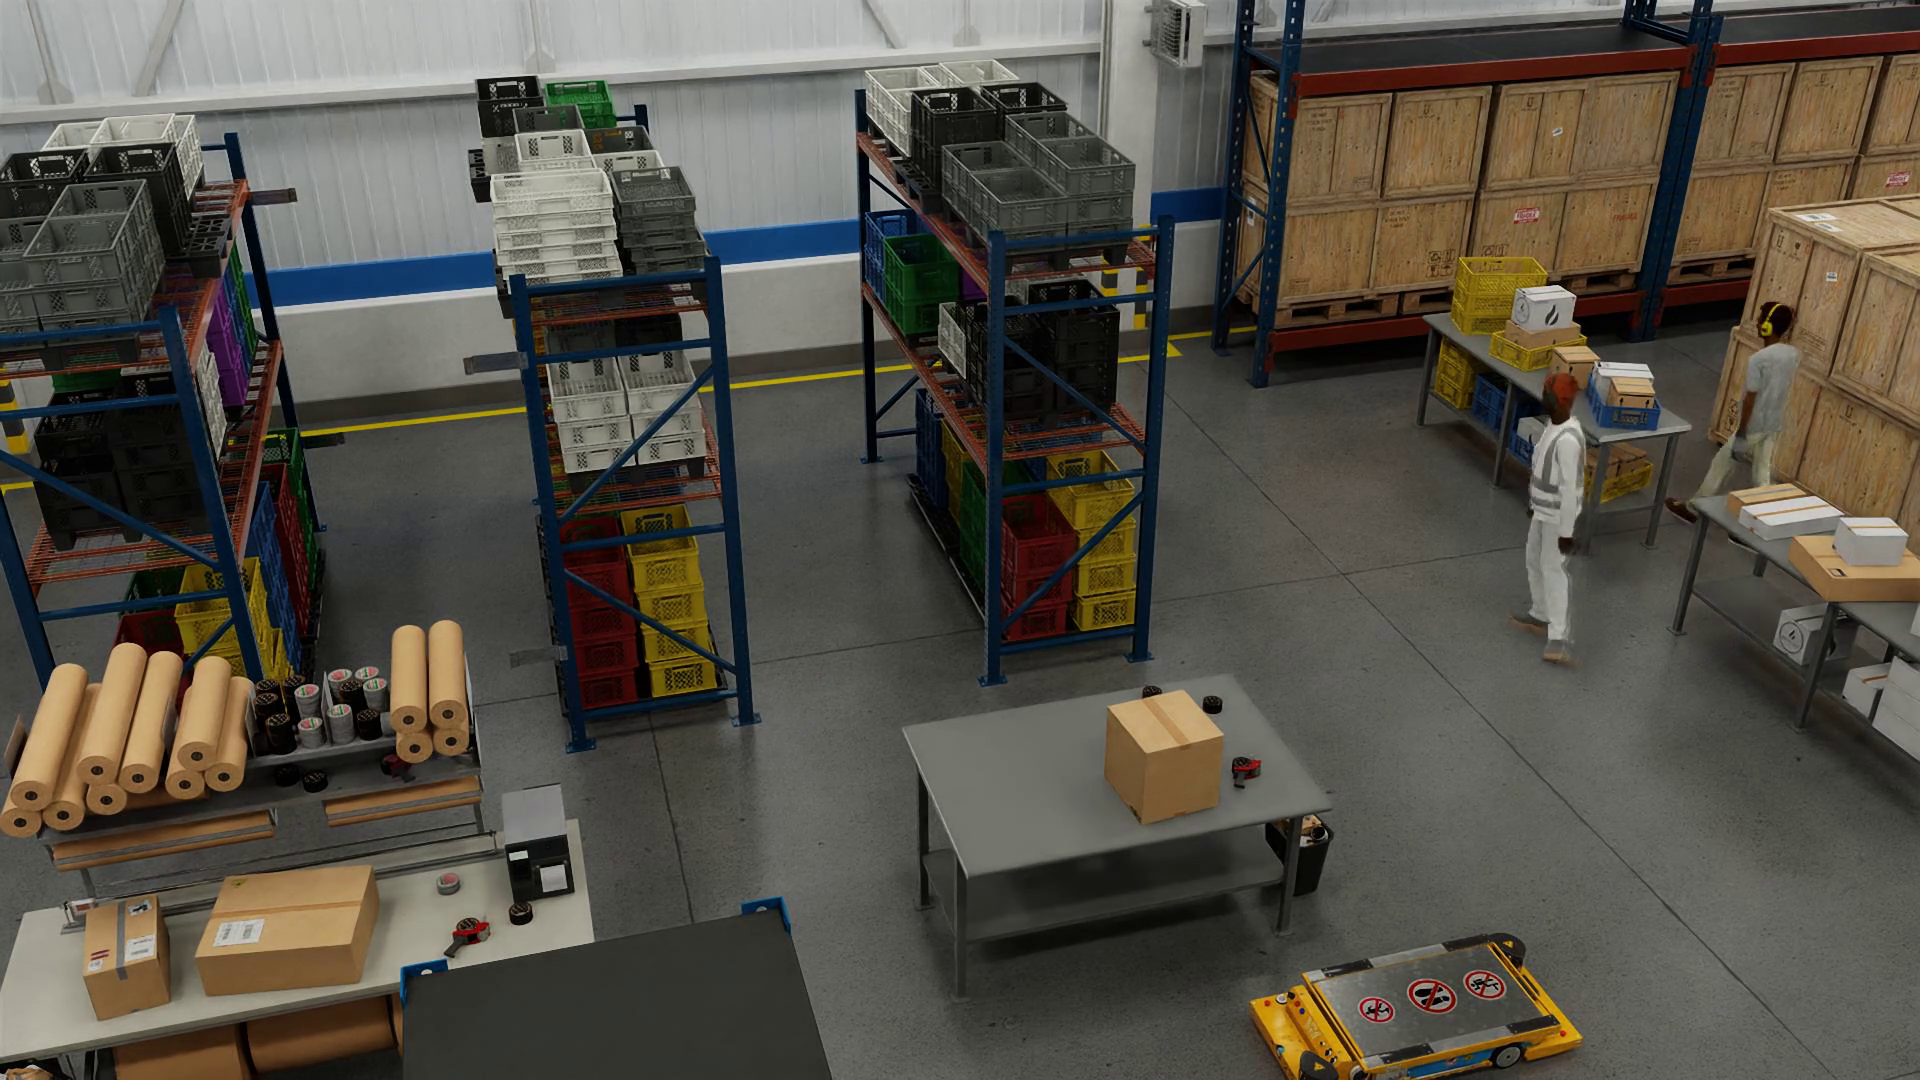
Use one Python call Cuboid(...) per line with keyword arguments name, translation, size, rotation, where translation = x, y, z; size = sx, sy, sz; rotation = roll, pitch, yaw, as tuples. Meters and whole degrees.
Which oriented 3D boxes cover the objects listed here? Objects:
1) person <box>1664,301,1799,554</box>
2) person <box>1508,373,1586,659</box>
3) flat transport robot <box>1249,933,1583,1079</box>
Cuboid(name="person", translation=(5.682, -0.862, 12.084), size=(0.555, 1.830, 0.905), rotation=(-13, 32, -23))
Cuboid(name="person", translation=(3.864, -0.148, 10.776), size=(0.368, 1.852, 0.782), rotation=(4, 29, 7))
Cuboid(name="flat transport robot", translation=(2.184, 2.282, 7.980), size=(1.431, 0.197, 0.652), rotation=(-8, 30, -14))
